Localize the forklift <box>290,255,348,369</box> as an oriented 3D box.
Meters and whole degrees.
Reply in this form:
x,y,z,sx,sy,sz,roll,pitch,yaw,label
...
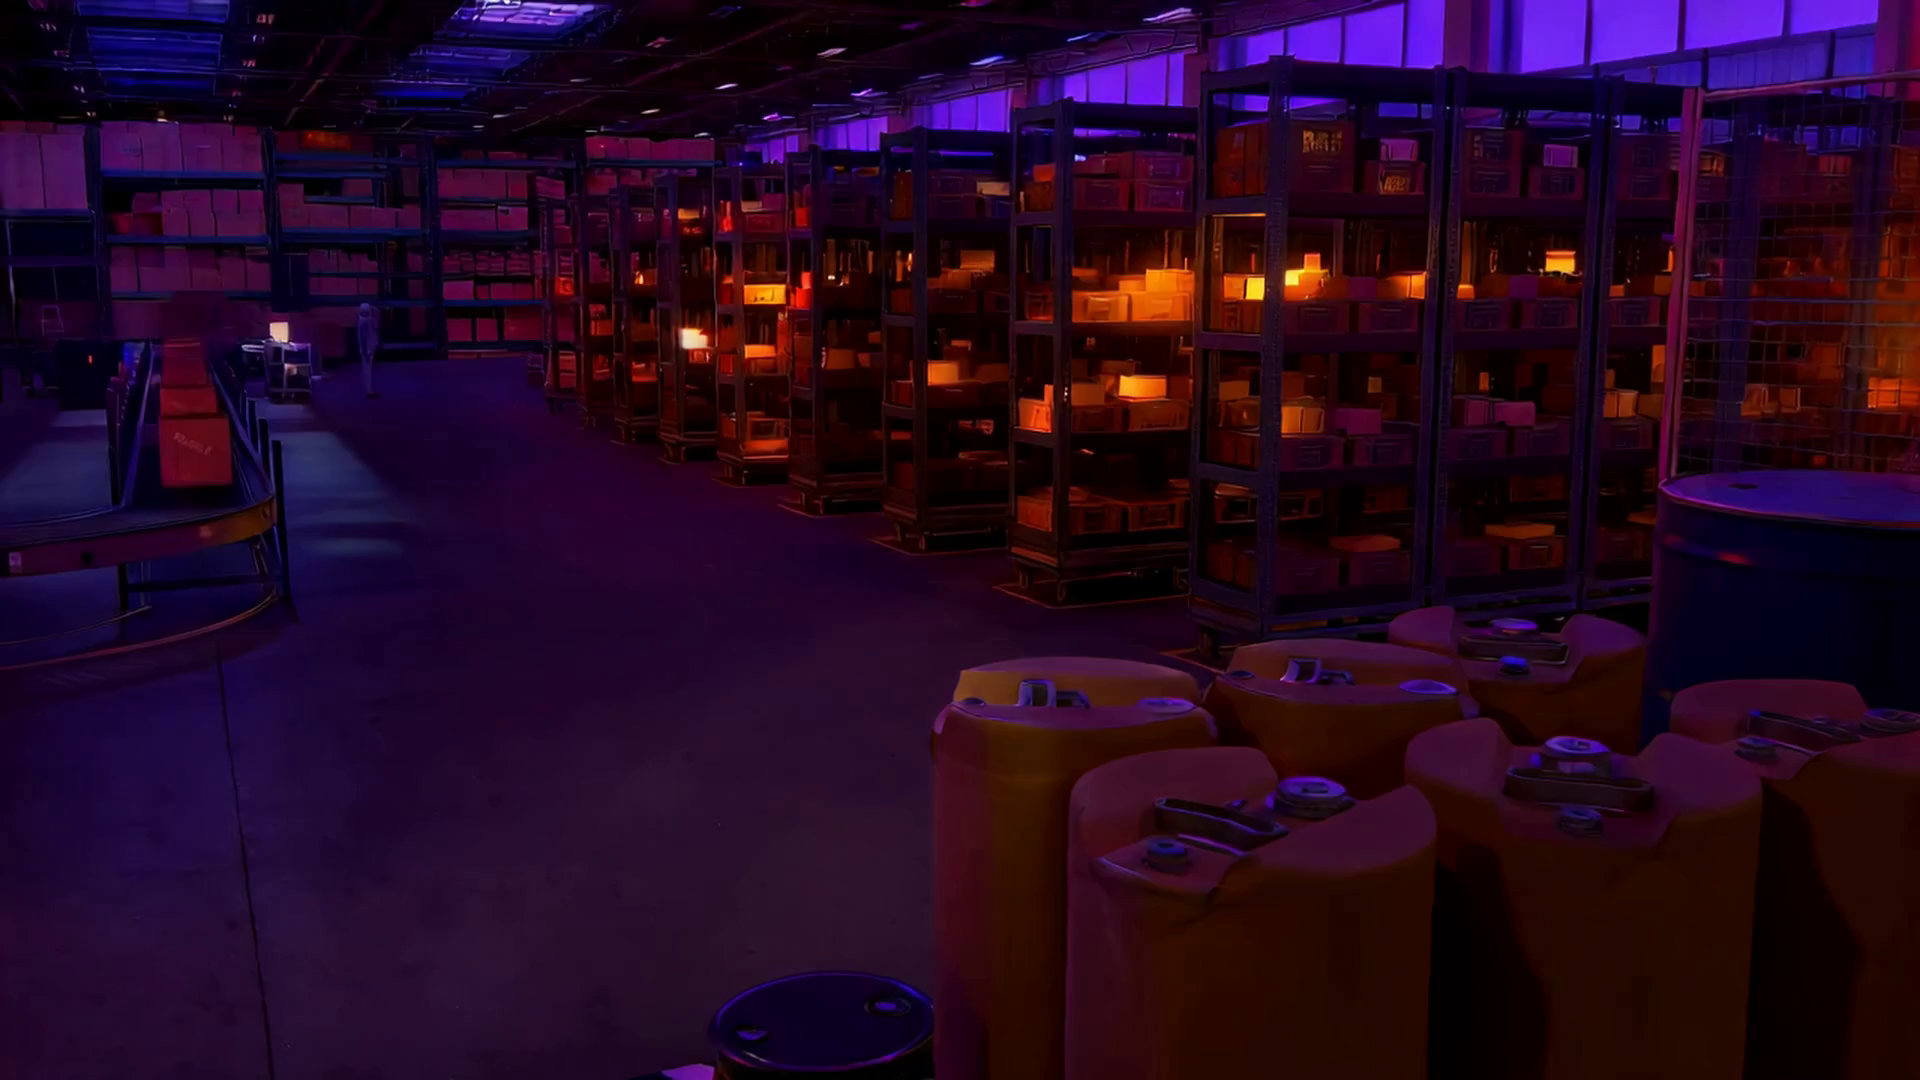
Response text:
x,y,z,sx,sy,sz,roll,pitch,yaw,label
-16.145,-5.601,40.836,1.873,2.768,1.129,-4,10,-25,forklift

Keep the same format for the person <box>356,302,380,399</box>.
x,y,z,sx,sy,sz,roll,pitch,yaw,label
-11.284,-3.609,31.717,0.404,1.833,0.590,-3,10,-17,person

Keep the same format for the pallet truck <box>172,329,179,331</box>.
x,y,z,sx,sy,sz,roll,pitch,yaw,label
-17.275,-3.851,35.096,1.601,1.201,0.680,0,9,1,pallet truck

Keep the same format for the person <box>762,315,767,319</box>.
x,y,z,sx,sy,sz,roll,pitch,yaw,label
-4.828,-4.919,40.173,0.566,1.726,0.723,-1,9,-6,person

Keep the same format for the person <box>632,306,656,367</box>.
x,y,z,sx,sy,sz,roll,pitch,yaw,label
-7.115,-4.510,37.376,0.611,1.843,0.449,-1,9,-8,person

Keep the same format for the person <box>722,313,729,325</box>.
x,y,z,sx,sy,sz,roll,pitch,yaw,label
-4.722,-3.990,33.988,0.657,1.863,0.932,5,11,30,person

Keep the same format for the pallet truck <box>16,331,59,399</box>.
x,y,z,sx,sy,sz,roll,pitch,yaw,label
-17.082,-3.353,31.781,1.630,1.274,0.653,-4,10,-25,pallet truck
